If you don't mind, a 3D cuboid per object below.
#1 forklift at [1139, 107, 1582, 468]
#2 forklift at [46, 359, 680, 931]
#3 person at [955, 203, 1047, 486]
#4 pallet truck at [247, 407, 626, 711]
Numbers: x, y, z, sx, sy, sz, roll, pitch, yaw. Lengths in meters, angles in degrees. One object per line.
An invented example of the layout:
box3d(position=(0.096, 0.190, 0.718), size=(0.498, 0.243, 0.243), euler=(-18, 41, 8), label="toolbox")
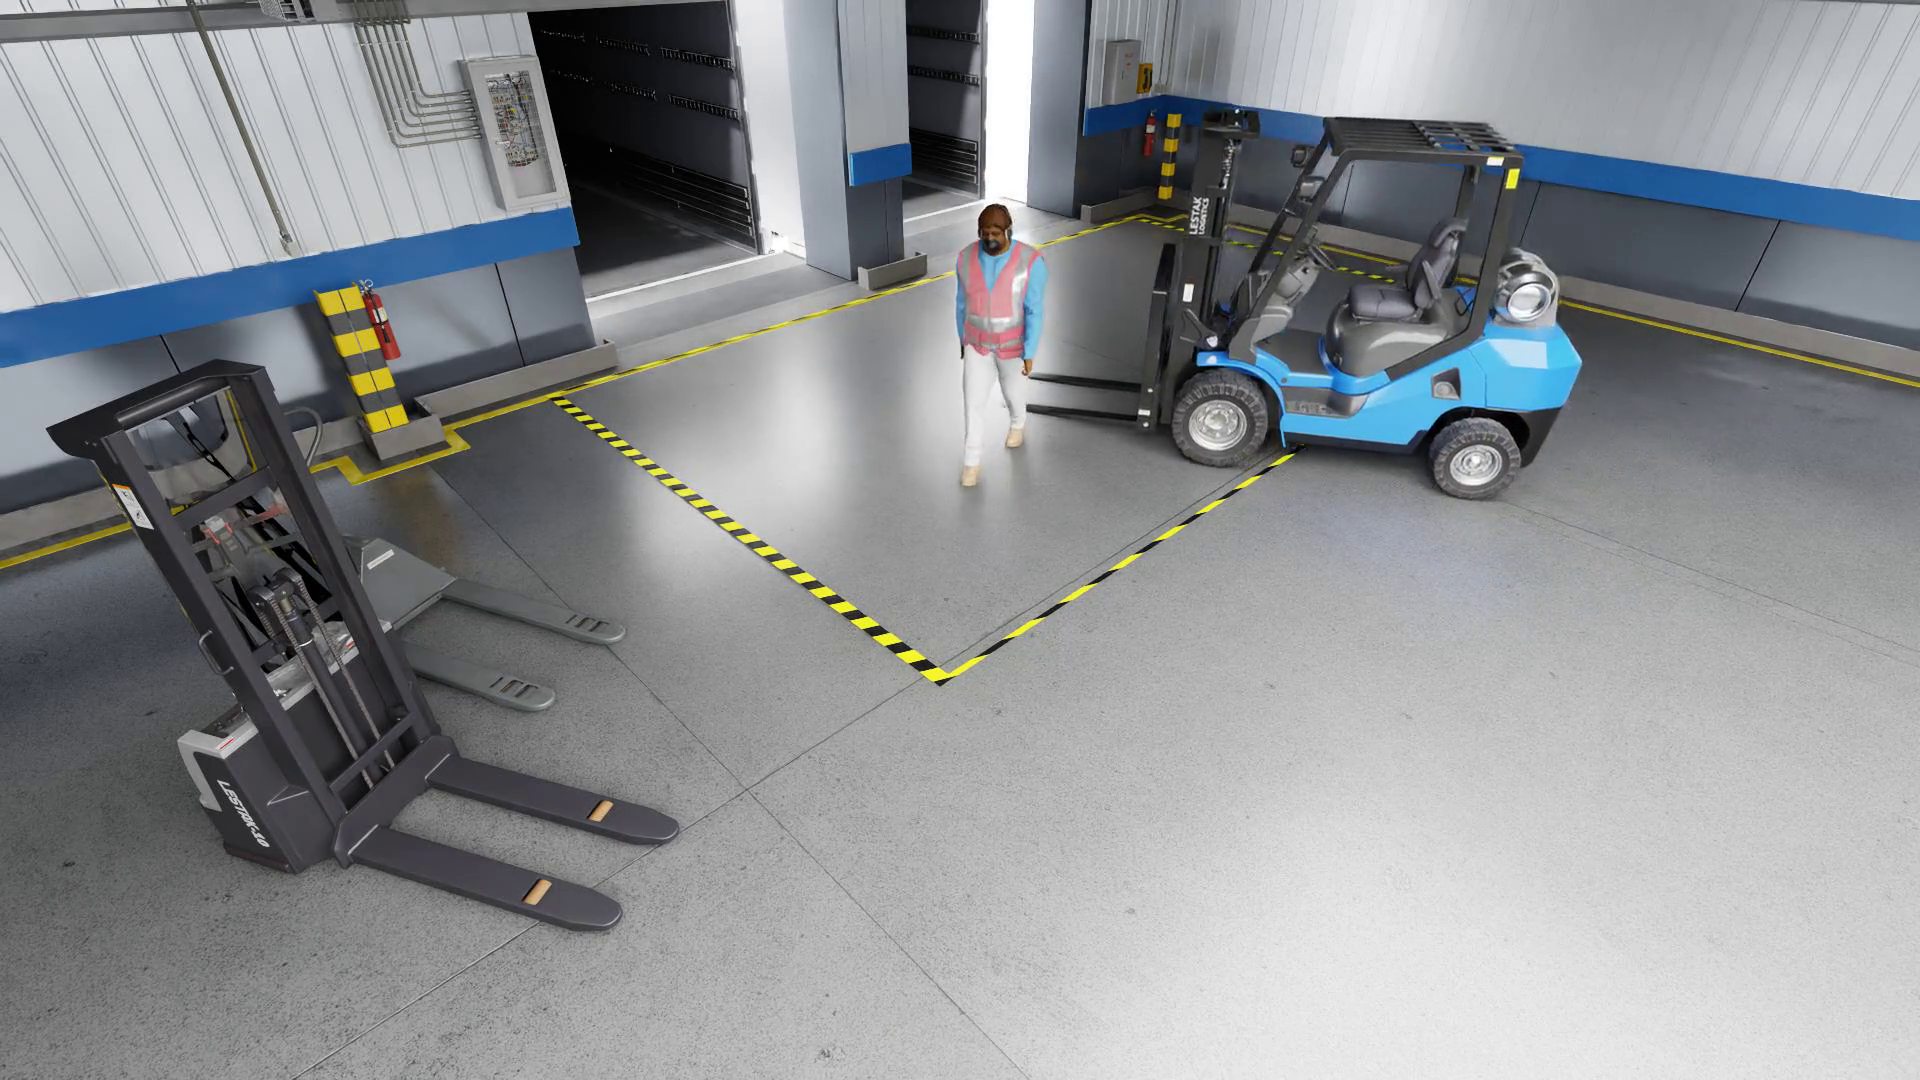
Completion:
box3d(position=(2.696, -1.709, 6.172), size=(2.680, 2.036, 1.157), euler=(8, 35, 12), label="forklift")
box3d(position=(-2.135, 0.422, 3.354), size=(1.885, 1.965, 0.823), euler=(10, 35, 14), label="forklift")
box3d(position=(0.251, -1.309, 6.072), size=(0.616, 1.803, 0.897), euler=(9, 35, 13), label="person")
box3d(position=(-2.628, 0.038, 4.590), size=(1.601, 1.201, 0.680), euler=(12, 36, 18), label="pallet truck")
